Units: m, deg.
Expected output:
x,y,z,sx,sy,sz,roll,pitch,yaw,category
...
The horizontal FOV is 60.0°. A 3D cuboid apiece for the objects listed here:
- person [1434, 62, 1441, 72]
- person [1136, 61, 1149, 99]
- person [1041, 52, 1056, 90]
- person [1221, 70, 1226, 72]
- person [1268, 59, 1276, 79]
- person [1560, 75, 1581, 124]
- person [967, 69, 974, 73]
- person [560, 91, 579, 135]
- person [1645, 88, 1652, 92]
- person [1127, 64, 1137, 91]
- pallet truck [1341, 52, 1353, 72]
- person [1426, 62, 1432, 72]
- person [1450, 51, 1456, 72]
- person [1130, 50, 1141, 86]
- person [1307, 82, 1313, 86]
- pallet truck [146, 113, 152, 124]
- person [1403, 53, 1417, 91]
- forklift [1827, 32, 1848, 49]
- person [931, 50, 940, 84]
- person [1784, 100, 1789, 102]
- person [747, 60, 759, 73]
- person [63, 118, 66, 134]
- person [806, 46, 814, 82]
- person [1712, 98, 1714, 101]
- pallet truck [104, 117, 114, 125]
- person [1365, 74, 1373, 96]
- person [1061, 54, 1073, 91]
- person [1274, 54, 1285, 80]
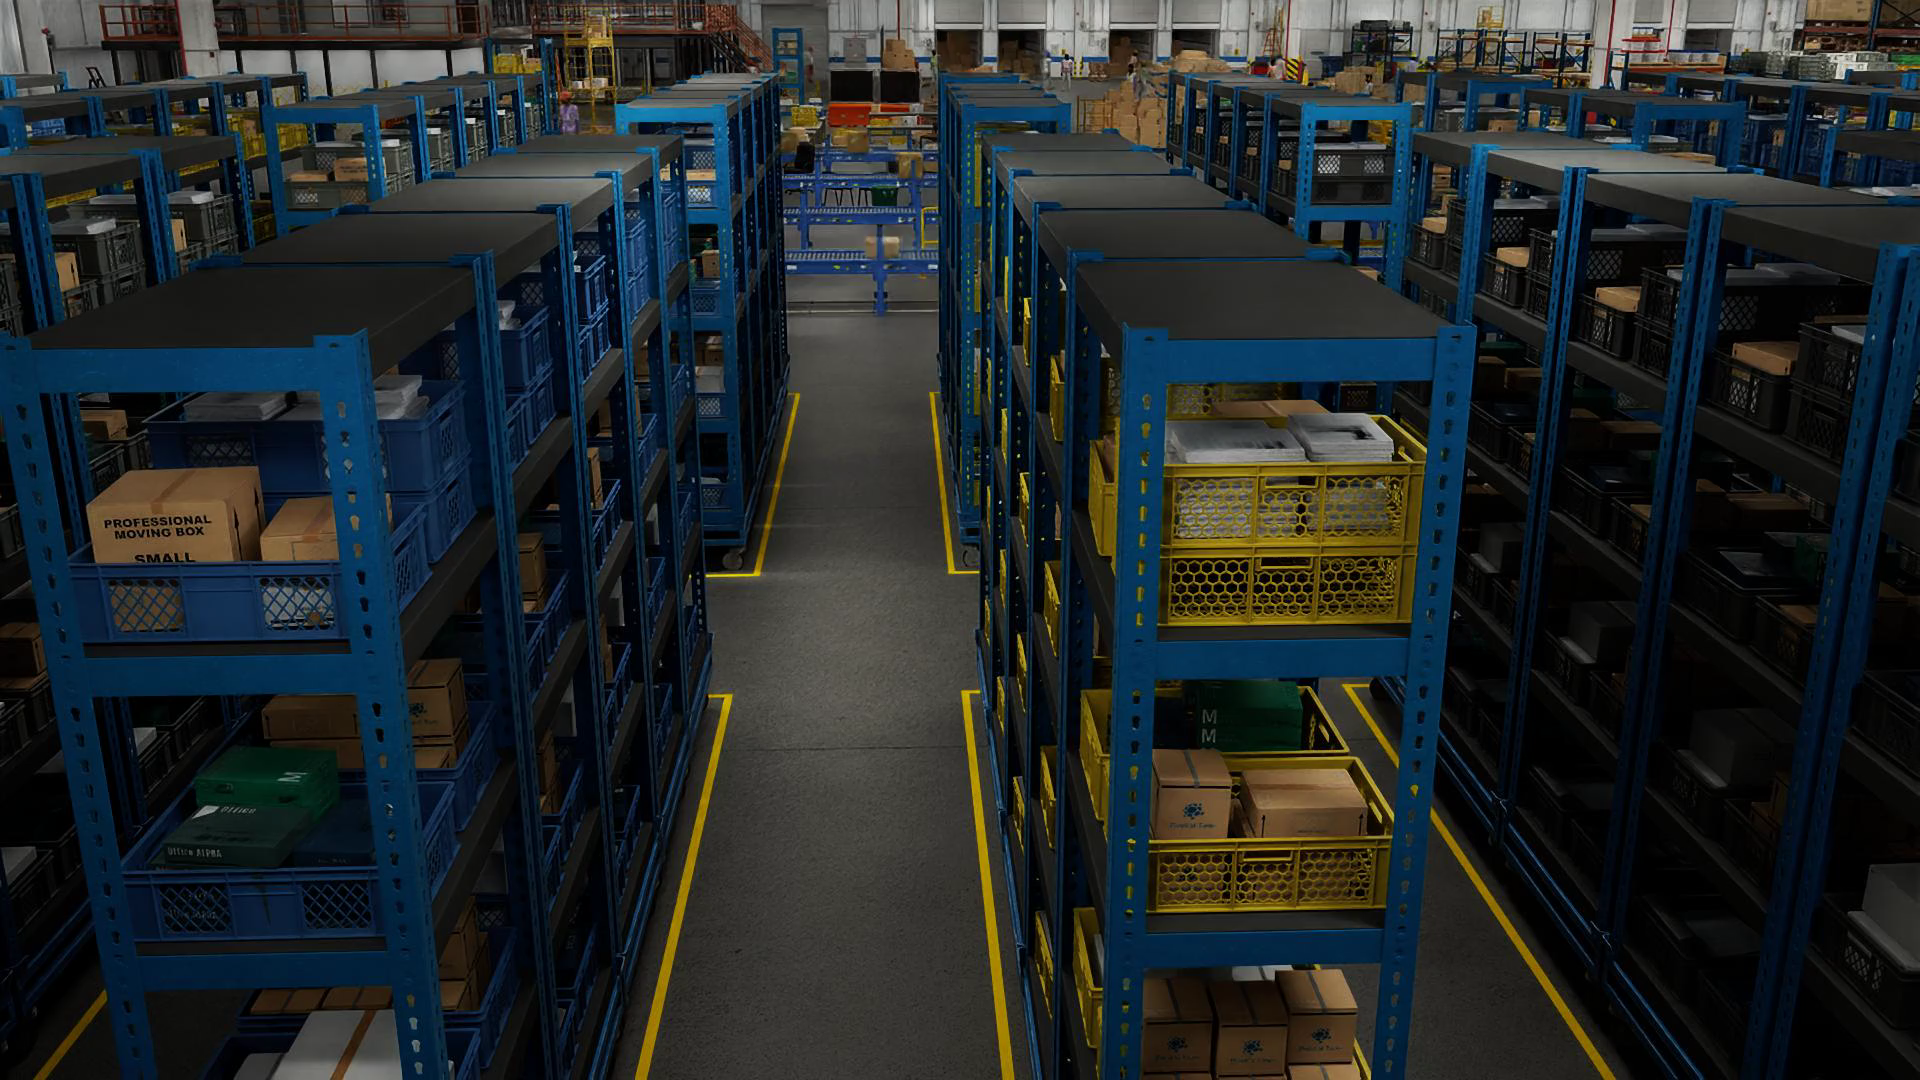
x,y,z,sx,sy,sz,roll,pitch,yaw,category
20.735,-19.820,72.260,0.473,1.836,0.571,7,19,22,person
8.576,-21.430,77.470,0.915,1.697,0.488,15,23,38,person
4.496,-23.886,84.748,0.622,1.899,0.972,17,24,42,person
9.794,-16.444,61.721,0.920,1.898,0.552,8,20,24,person
15.092,-22.404,80.505,0.534,1.692,0.321,-16,24,-41,person
20.171,-14.346,55.003,0.686,2.000,0.540,8,20,25,person
0.442,-16.927,63.228,0.973,1.884,0.572,-5,18,-14,person
-10.522,-11.039,44.765,0.609,2.043,0.397,9,20,27,person
21.415,-13.207,51.931,0.322,1.761,0.522,-9,20,-26,person
6.958,-18.310,67.466,0.371,1.916,0.597,-9,20,-27,person
18.794,-23.123,82.231,0.823,1.965,1.885,-13,22,-35,pallet truck
20.204,-19.687,71.847,0.350,1.843,0.506,7,19,21,person
25.942,-24.702,87.274,0.971,1.902,0.550,2,18,6,person
9.384,-25.139,88.619,0.807,1.897,0.621,7,19,21,person
11.945,-14.842,57.097,0.320,1.694,0.533,6,19,18,person
-18.087,-8.309,36.390,1.885,1.965,0.823,-1,18,-4,pallet truck
22.612,-23.446,83.383,0.596,1.906,0.789,-15,23,-38,person
46.023,-25.321,87.619,1.129,2.768,1.873,-1,18,-2,forklift
-1.364,-26.053,91.577,0.430,1.831,0.637,-16,24,-40,person
22.452,-11.134,45.514,0.538,1.753,0.559,1,18,3,person
-9.300,-20.585,74.600,0.595,1.861,0.806,2,18,6,person
-22.985,-10.165,42.289,0.636,1.902,0.406,-8,20,-24,person
-8.381,-26.669,93.231,0.437,1.976,0.650,-6,19,-18,person
22.459,-12.773,50.303,0.632,1.948,1.043,-3,18,-8,person
-18.367,-7.885,35.078,1.885,1.965,0.823,1,18,2,pallet truck
14.563,-15.698,59.457,0.328,1.873,0.519,0,18,-1,person
5.366,-23.565,83.849,0.625,1.844,0.429,6,19,17,person
15.757,-23.081,82.264,0.973,1.904,0.643,-15,23,-39,person
